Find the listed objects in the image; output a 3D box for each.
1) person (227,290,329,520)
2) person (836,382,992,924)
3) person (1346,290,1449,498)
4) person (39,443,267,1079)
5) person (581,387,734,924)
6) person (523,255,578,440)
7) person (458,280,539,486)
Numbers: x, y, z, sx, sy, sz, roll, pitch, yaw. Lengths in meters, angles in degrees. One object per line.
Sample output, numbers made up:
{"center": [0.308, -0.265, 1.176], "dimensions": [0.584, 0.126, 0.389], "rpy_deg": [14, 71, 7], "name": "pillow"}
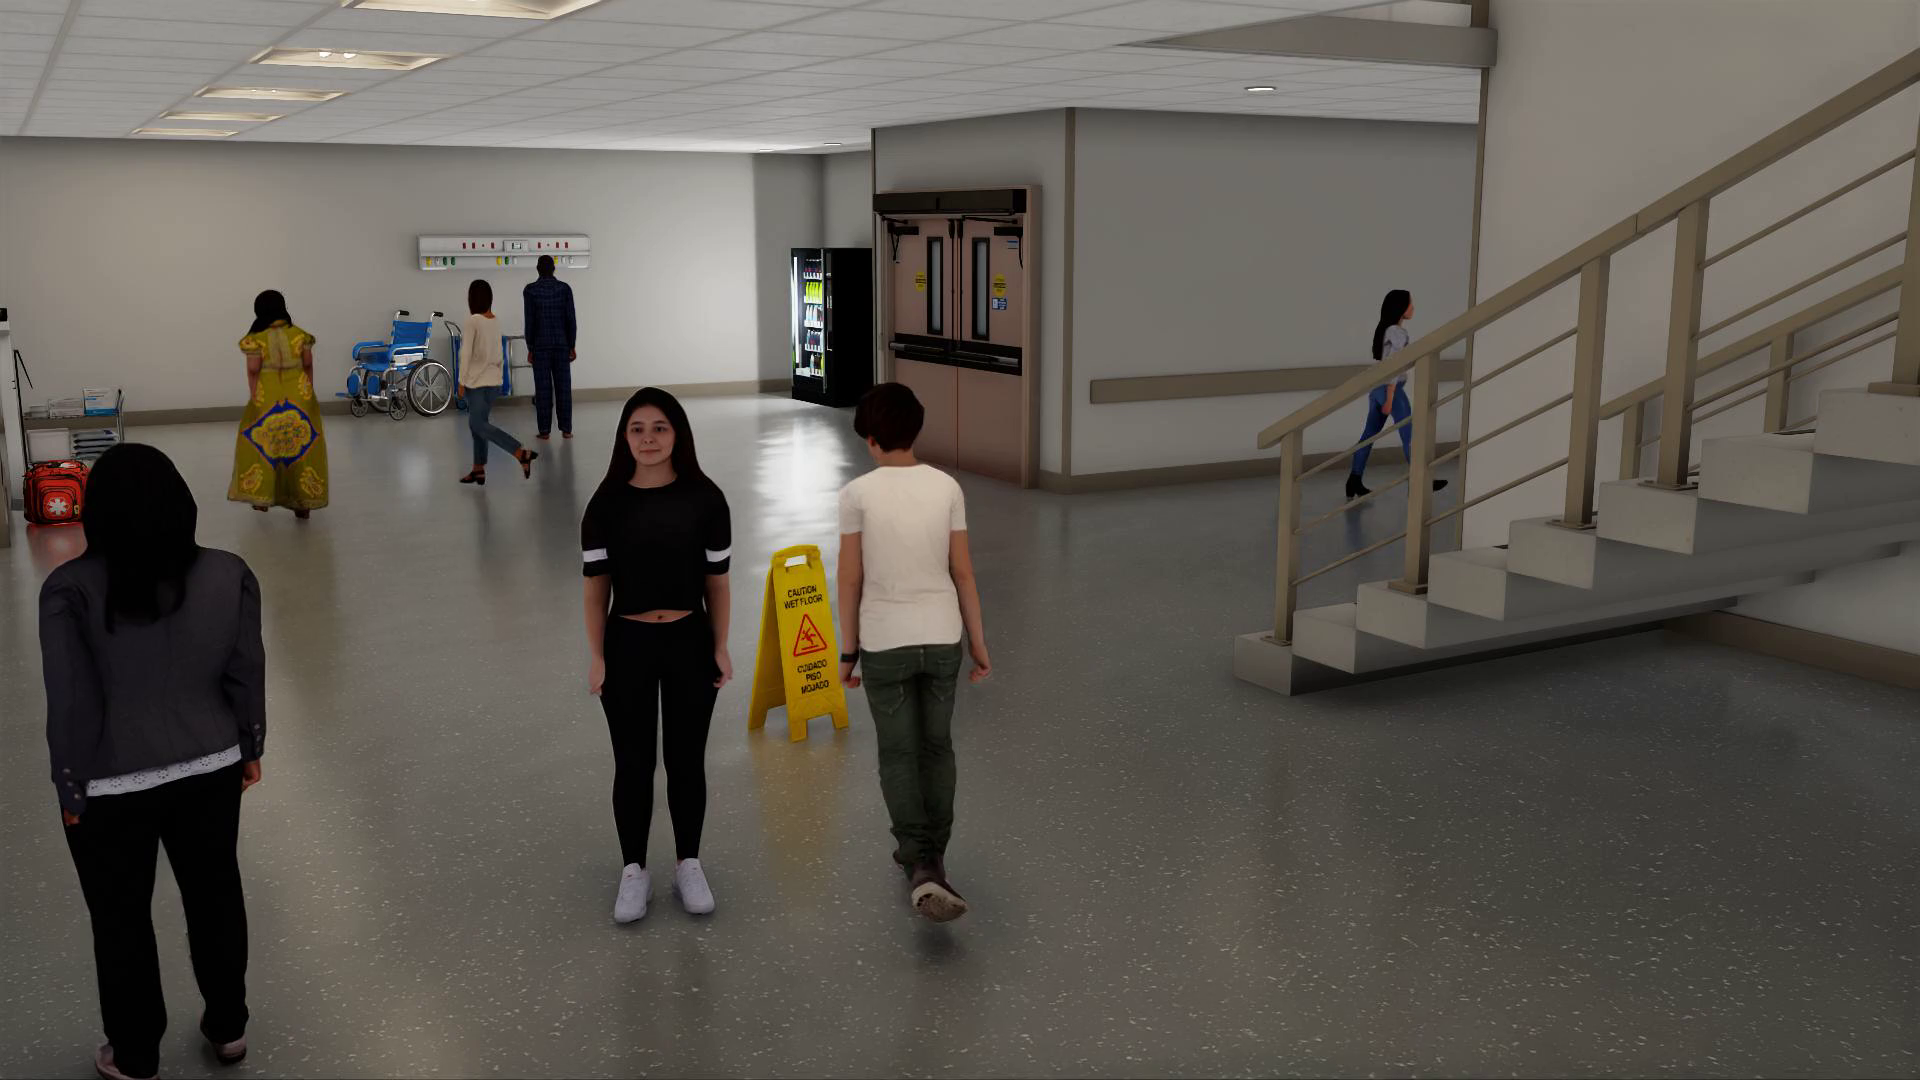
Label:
{"center": [-4.836, -0.957, 11.943], "dimensions": [0.841, 1.641, 0.881], "rpy_deg": [-7, 13, -33], "name": "person"}
{"center": [-0.144, 0.366, 5.005], "dimensions": [0.784, 1.629, 1.039], "rpy_deg": [-2, 11, -10], "name": "person"}
{"center": [3.204, -1.093, 12.781], "dimensions": [0.916, 1.595, 1.020], "rpy_deg": [-1, 11, -7], "name": "person"}
{"center": [-1.983, 0.555, 4.094], "dimensions": [0.748, 1.597, 0.745], "rpy_deg": [10, 15, 43], "name": "person"}
{"center": [-0.917, 0.344, 5.090], "dimensions": [0.670, 1.638, 0.665], "rpy_deg": [-3, 11, -14], "name": "person"}
{"center": [-4.082, -1.927, 16.560], "dimensions": [0.704, 1.824, 0.663], "rpy_deg": [-4, 11, -20], "name": "person"}
{"center": [-3.761, -1.232, 13.344], "dimensions": [1.053, 1.659, 0.996], "rpy_deg": [3, 11, 15], "name": "person"}
